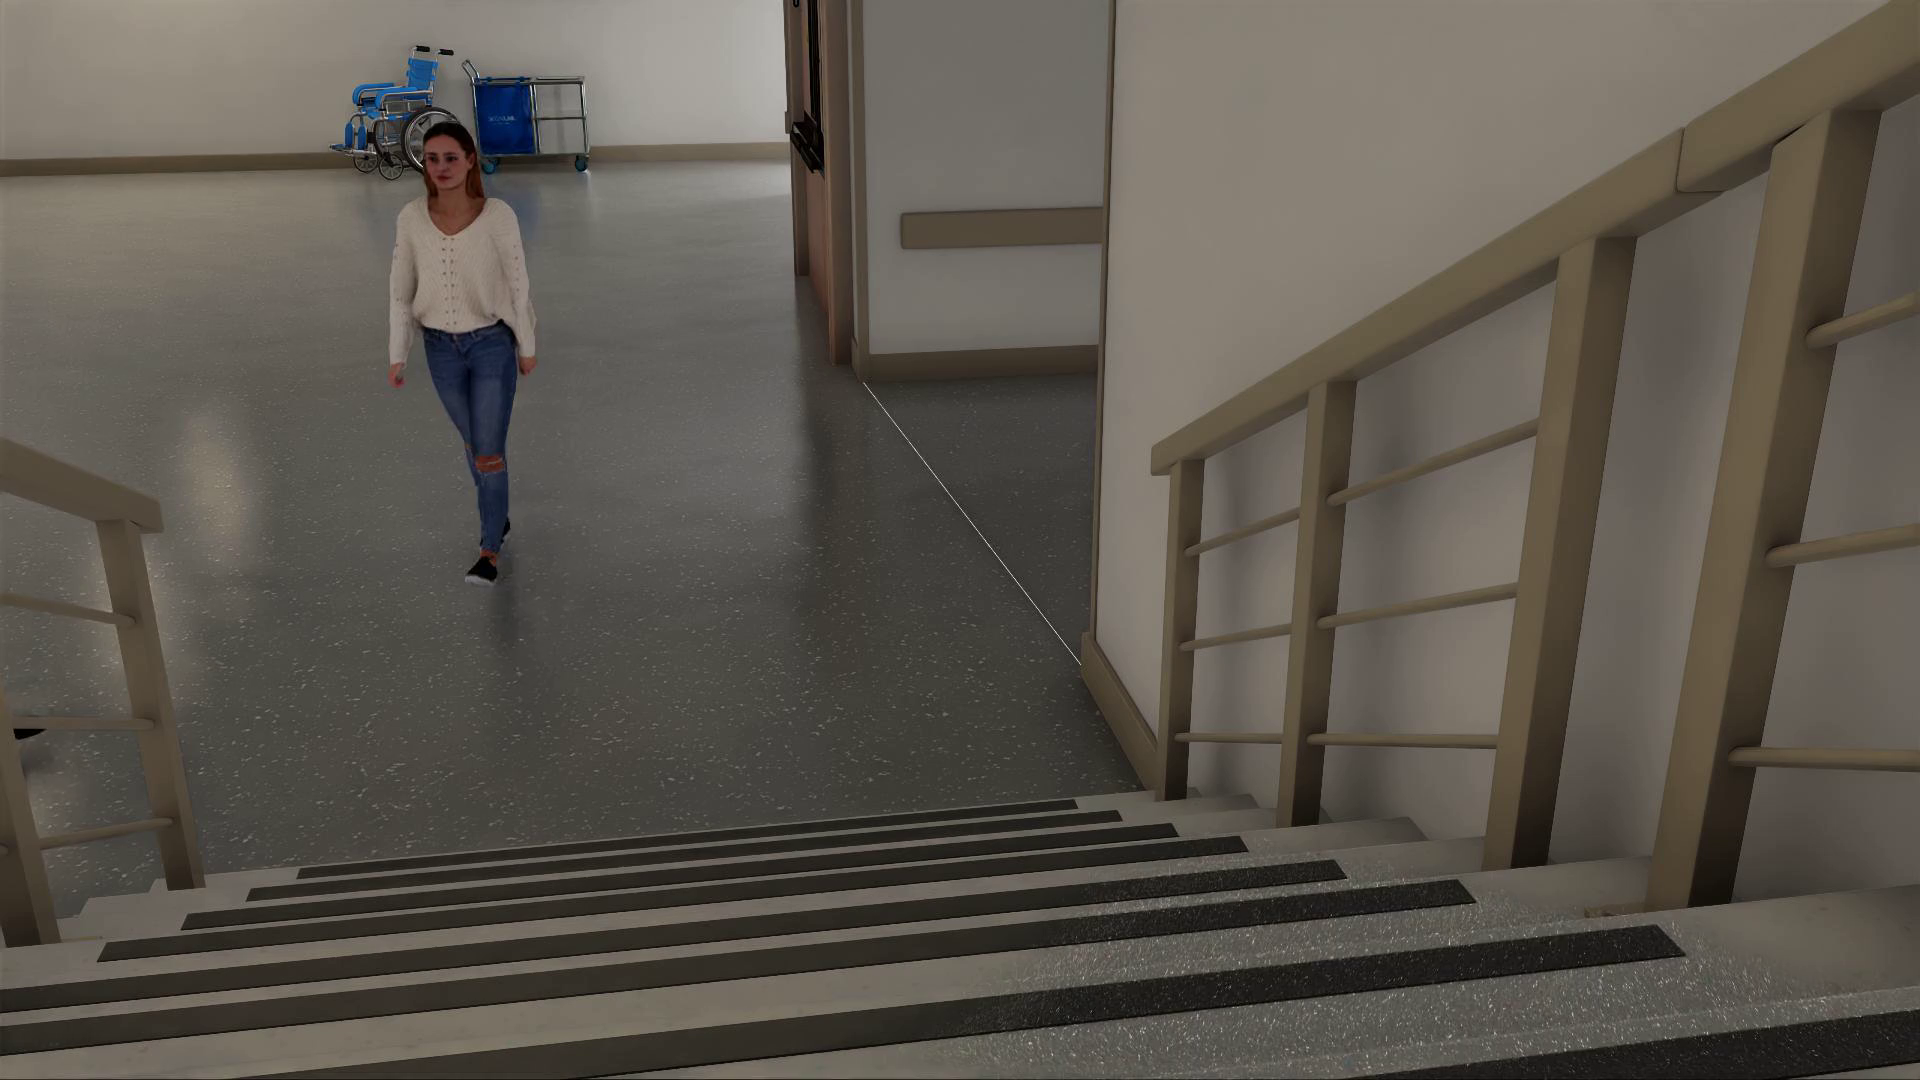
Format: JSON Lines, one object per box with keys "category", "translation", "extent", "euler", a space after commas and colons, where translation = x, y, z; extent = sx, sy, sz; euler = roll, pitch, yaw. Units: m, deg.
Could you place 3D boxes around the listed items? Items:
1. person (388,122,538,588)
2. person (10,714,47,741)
{"category": "person", "translation": [-1.804, -0.695, 6.208], "extent": [0.780, 1.654, 1.080], "euler": [1, 21, 3]}
{"category": "person", "translation": [-3.116, -0.111, 4.656], "extent": [0.754, 1.660, 0.950], "euler": [-7, 22, -19]}
